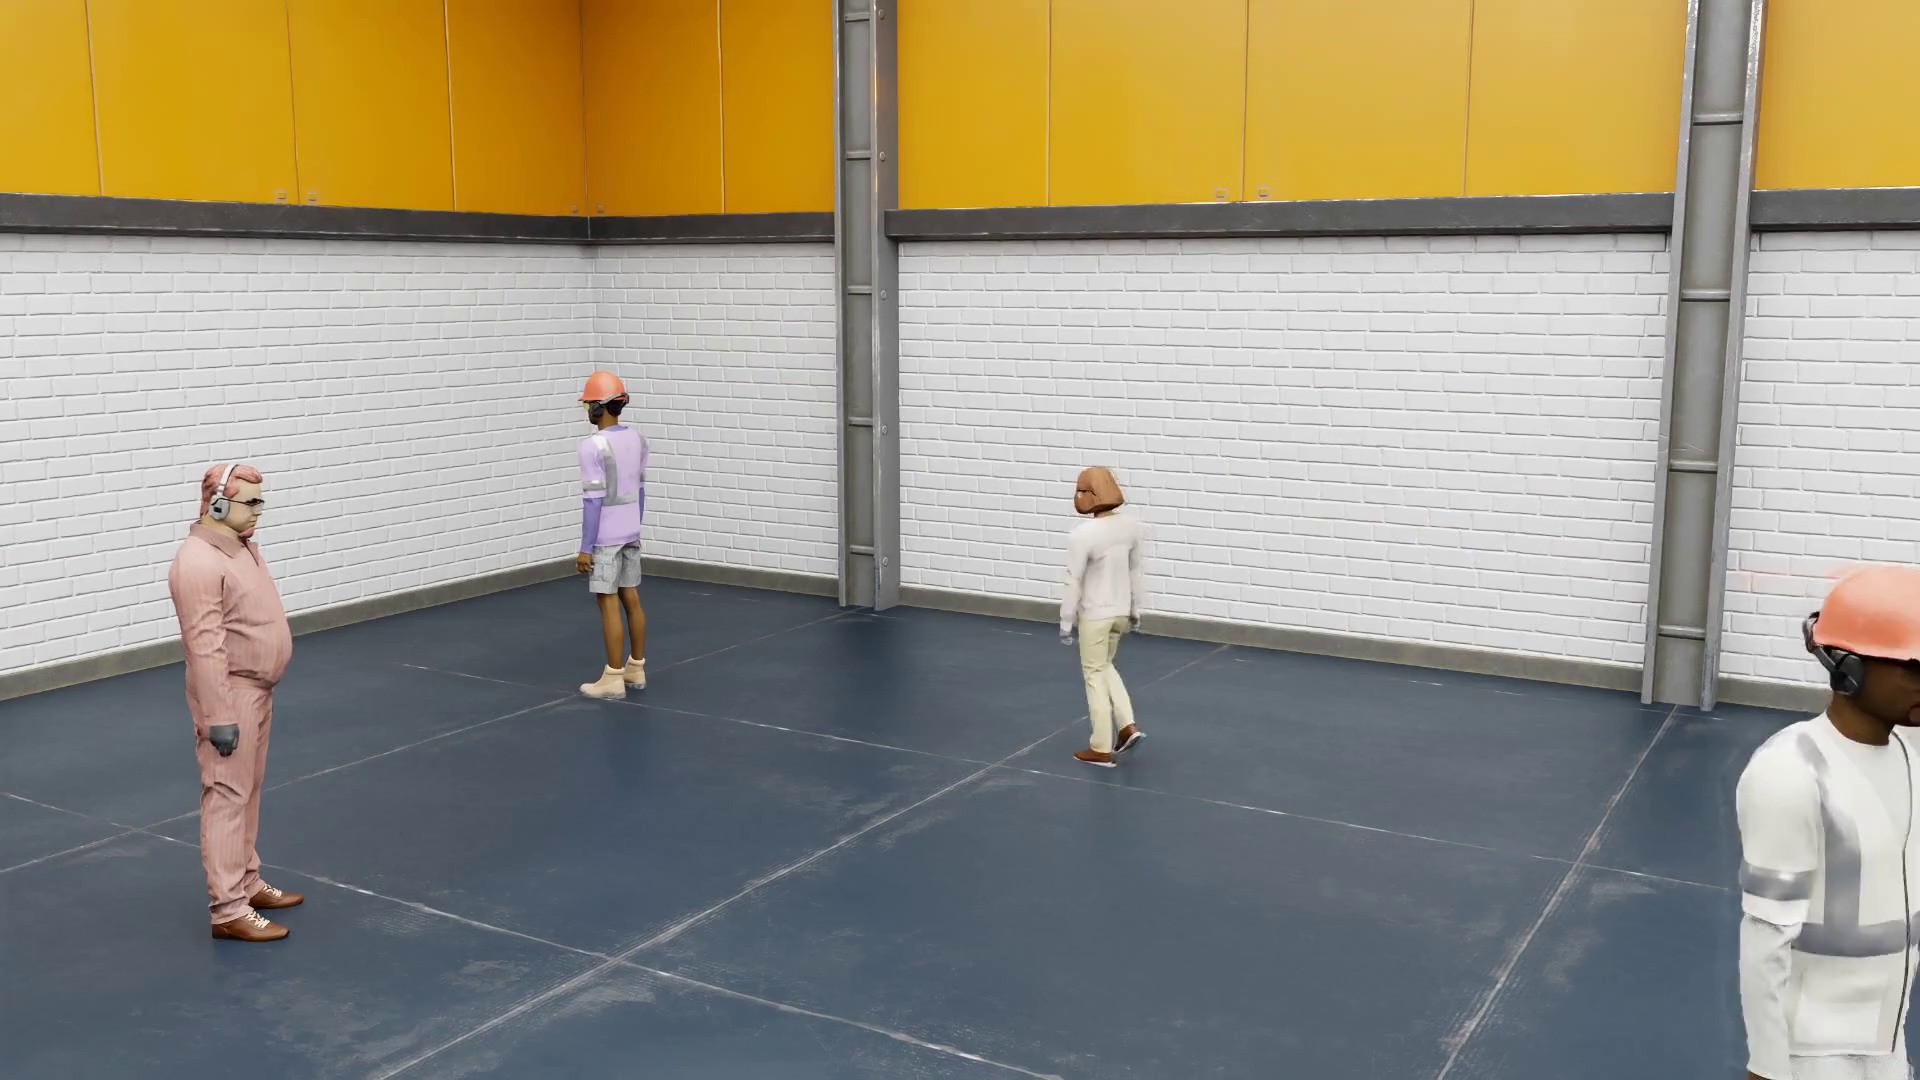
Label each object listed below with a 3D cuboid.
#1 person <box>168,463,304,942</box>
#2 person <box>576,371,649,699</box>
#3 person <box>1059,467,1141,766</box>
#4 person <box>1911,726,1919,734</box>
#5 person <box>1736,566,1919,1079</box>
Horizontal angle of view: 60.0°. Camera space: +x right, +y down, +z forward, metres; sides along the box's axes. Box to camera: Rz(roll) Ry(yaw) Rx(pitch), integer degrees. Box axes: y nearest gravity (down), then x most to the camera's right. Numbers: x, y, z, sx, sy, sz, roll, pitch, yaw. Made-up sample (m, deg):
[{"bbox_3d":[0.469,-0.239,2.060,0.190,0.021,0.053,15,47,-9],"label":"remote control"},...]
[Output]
[{"bbox_3d":[-2.887,0.638,6.679,0.407,1.902,0.639,-2,9,-11],"label":"person"},{"bbox_3d":[-2.192,-0.030,10.401,0.371,2.044,0.607,4,10,22],"label":"person"},{"bbox_3d":[0.740,0.412,8.935,0.533,1.618,0.345,-8,12,-41],"label":"person"},{"bbox_3d":[4.307,0.646,7.255,0.541,1.696,0.316,-5,10,-30],"label":"person"},{"bbox_3d":[1.914,1.044,3.740,0.622,2.031,0.666,-6,11,-31],"label":"person"}]
